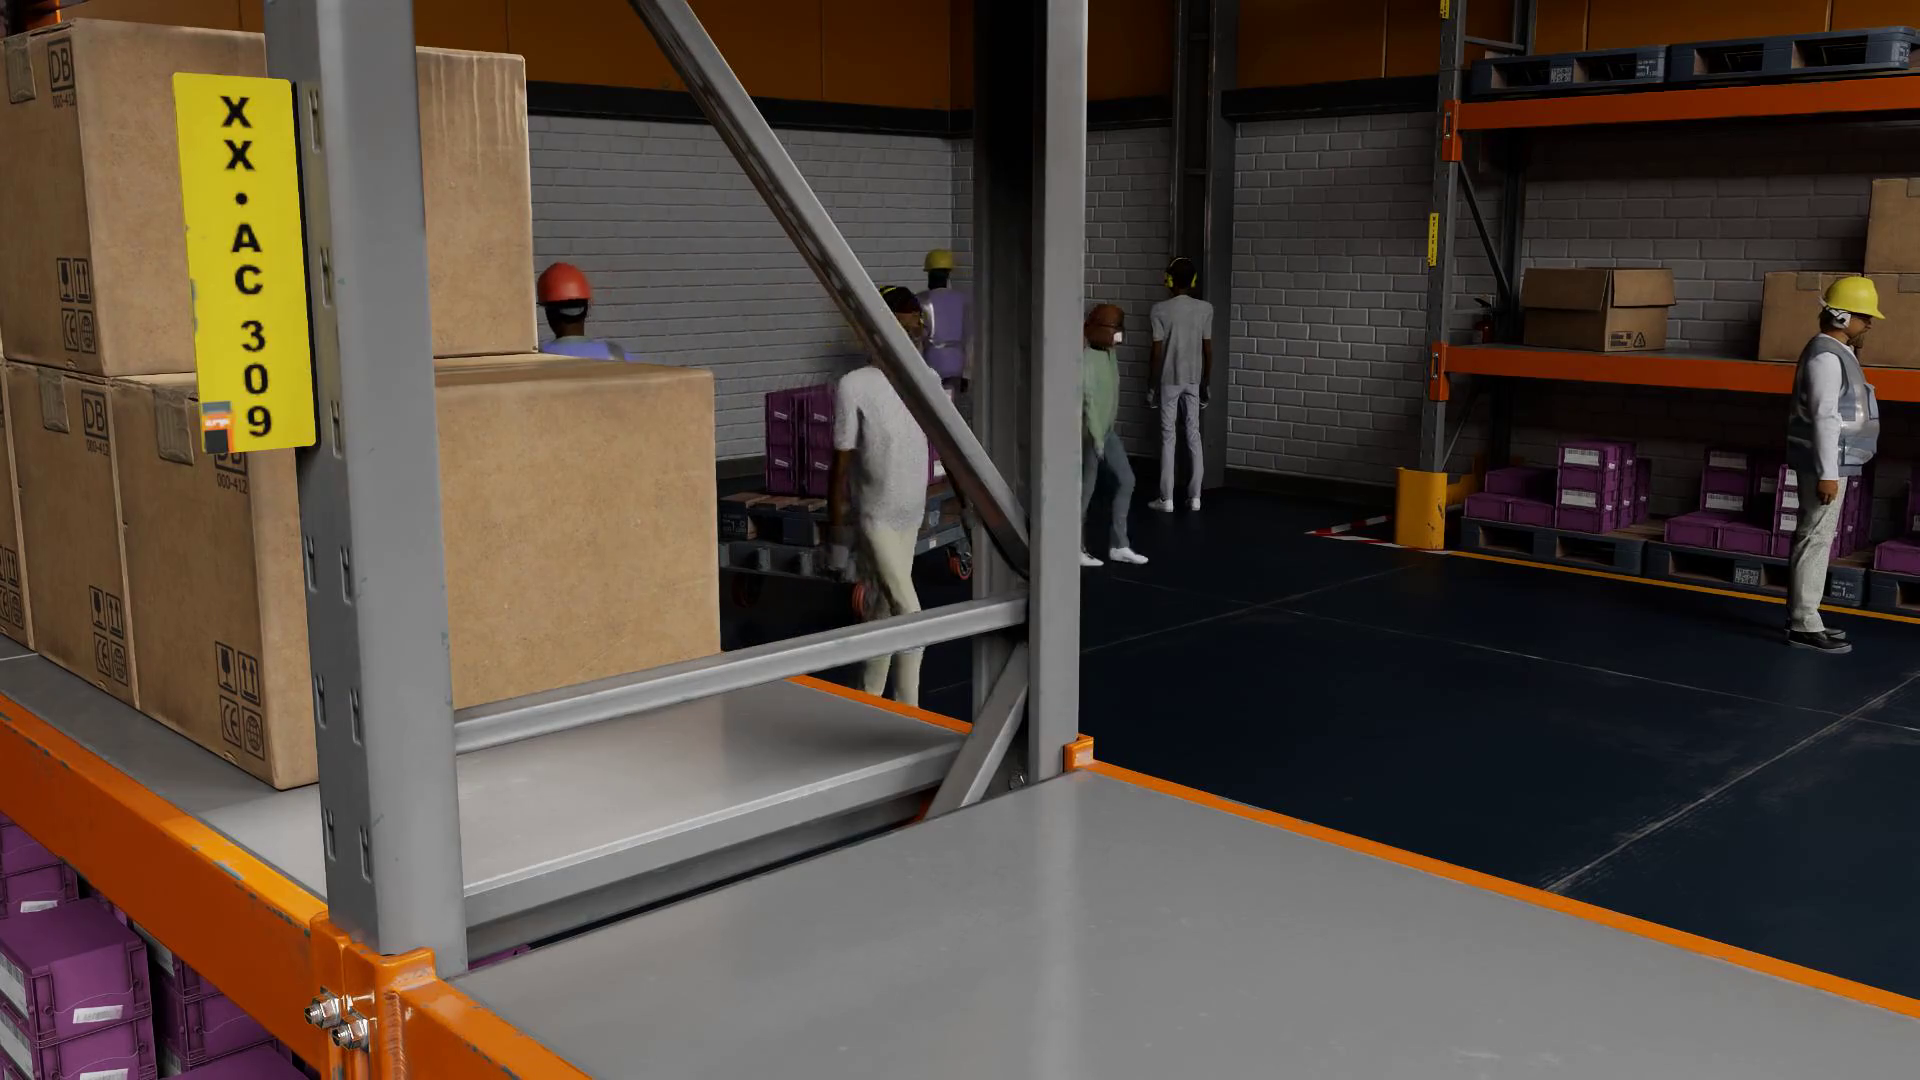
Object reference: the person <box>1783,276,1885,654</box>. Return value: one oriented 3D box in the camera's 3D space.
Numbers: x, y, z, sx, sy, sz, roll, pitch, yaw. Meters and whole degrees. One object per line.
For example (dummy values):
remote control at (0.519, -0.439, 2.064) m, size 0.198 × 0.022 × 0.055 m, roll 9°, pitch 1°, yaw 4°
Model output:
person at (4.267, -0.371, 8.163) m, size 0.403 × 1.824 × 0.586 m, roll 5°, pitch 11°, yaw 25°

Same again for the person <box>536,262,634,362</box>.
person at (-1.657, -0.245, 7.250) m, size 0.559 × 1.913 × 0.807 m, roll -4°, pitch 11°, yaw -22°

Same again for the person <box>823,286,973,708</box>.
person at (-0.170, -0.020, 6.235) m, size 0.784 × 1.834 × 0.543 m, roll 8°, pitch 13°, yaw 37°

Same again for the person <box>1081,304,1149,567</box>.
person at (0.914, -0.616, 10.066) m, size 0.631 × 1.607 × 0.518 m, roll 5°, pitch 12°, yaw 26°

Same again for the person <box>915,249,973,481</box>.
person at (-0.175, -1.373, 13.377) m, size 0.619 × 1.908 × 0.487 m, roll -6°, pitch 12°, yaw -31°

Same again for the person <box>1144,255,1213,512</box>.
person at (1.603, -1.139, 12.209) m, size 0.513 × 1.877 × 0.328 m, roll -3°, pitch 11°, yaw -16°
